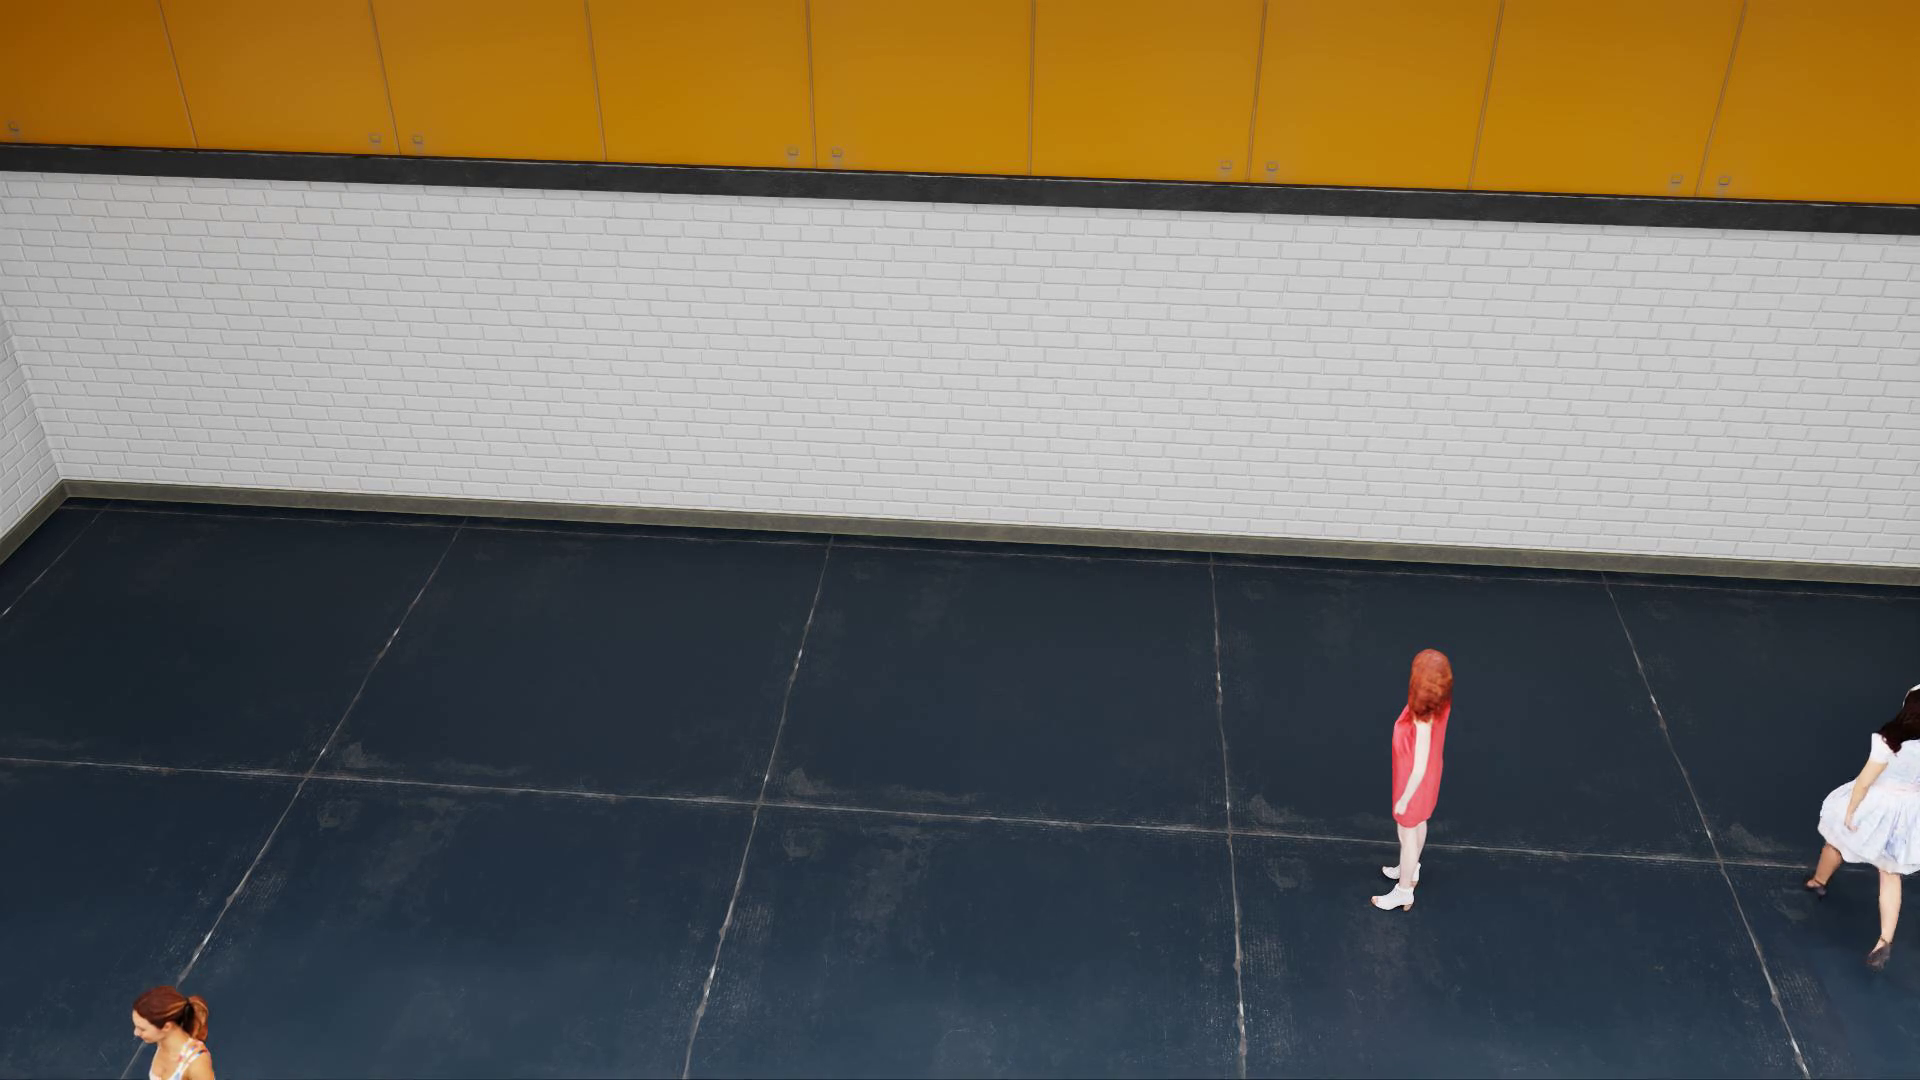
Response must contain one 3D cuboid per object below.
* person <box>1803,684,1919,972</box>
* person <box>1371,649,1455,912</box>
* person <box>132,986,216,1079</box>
[{"bbox_3d":[5.164,1.593,9.222,0.672,1.782,1.079,3,34,5],"label":"person"},{"bbox_3d":[2.612,1.374,9.513,0.726,1.825,0.586,16,37,22],"label":"person"},{"bbox_3d":[-3.351,2.651,7.630,0.813,1.782,0.898,26,42,34],"label":"person"}]
